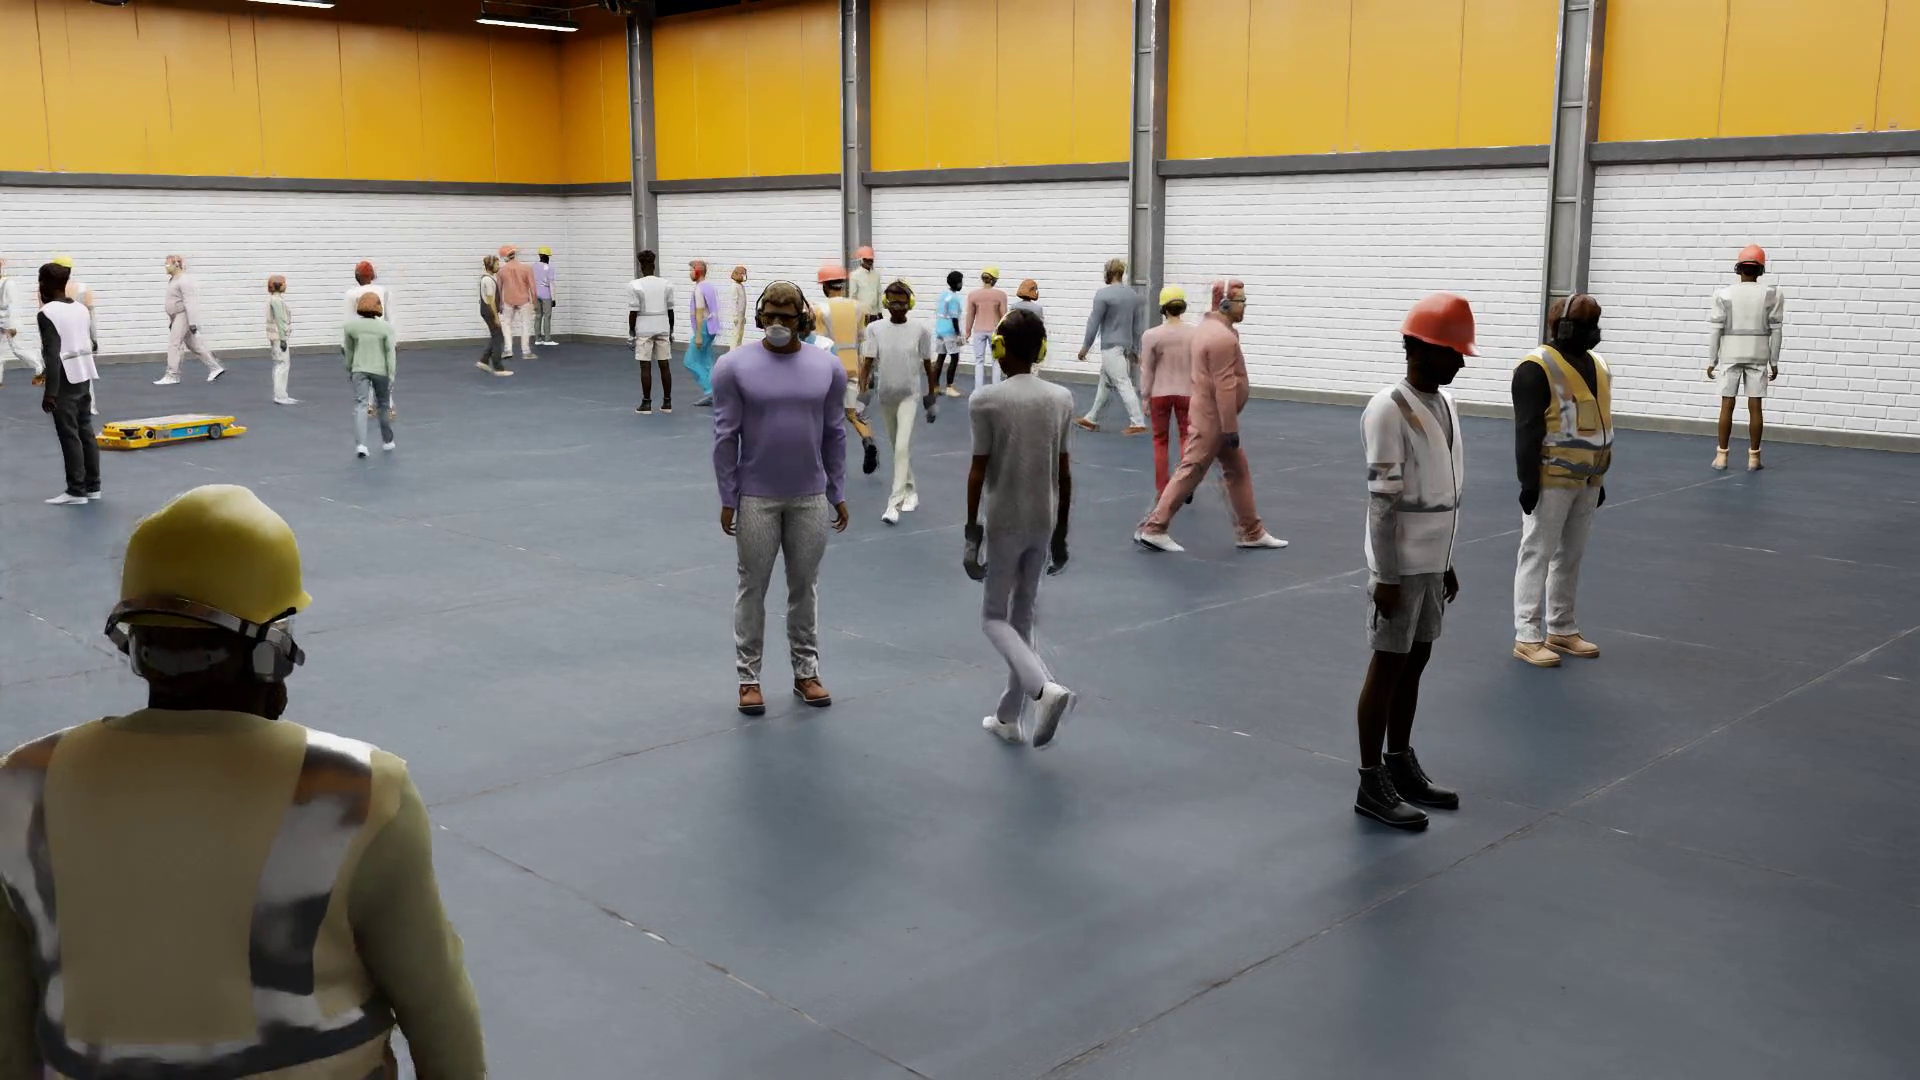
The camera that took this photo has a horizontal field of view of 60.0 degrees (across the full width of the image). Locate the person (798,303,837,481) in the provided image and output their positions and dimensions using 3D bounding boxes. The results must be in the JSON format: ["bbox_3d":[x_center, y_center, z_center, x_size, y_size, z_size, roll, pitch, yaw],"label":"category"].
[{"bbox_3d":[-1.184,-1.037,12.939,0.557,1.617,0.471,2,11,8],"label":"person"}]

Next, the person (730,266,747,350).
[{"bbox_3d":[-3.569,-3.602,26.900,0.270,1.631,0.507,2,11,9],"label":"person"}]

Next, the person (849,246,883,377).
[{"bbox_3d":[-1.487,-3.468,25.233,0.727,1.973,0.631,9,14,40],"label":"person"}]

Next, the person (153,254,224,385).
[{"bbox_3d":[-11.196,-3.194,24.061,0.964,1.868,0.656,-7,13,-34],"label":"person"}]

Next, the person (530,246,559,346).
[{"bbox_3d":[-8.062,-4.731,32.279,0.585,1.919,0.388,6,12,30],"label":"person"}]

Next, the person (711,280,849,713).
[{"bbox_3d":[-0.797,-0.194,7.490,0.627,1.936,0.375,-4,11,-20],"label":"person"}]

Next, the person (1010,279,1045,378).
[{"bbox_3d":[0.783,-2.195,19.227,0.503,1.633,0.280,9,14,41],"label":"person"}]

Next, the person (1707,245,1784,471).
[{"bbox_3d":[7.133,-1.652,15.142,0.605,2.045,0.381,4,11,23],"label":"person"}]

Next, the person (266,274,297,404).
[{"bbox_3d":[-8.634,-2.544,21.111,0.310,1.641,0.519,-6,12,-29],"label":"person"}]

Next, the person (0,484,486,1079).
[{"bbox_3d":[-0.984,0.806,2.409,0.625,1.787,0.889,0,10,1],"label":"person"}]

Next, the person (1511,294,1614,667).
[{"bbox_3d":[3.025,-0.300,8.324,0.633,1.842,0.429,-7,13,-34],"label":"person"}]

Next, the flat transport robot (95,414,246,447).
[{"bbox_3d":[-8.203,-1.145,17.216,0.652,0.197,1.431,5,11,25],"label":"flat transport robot"}]

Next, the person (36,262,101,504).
[{"bbox_3d":[-7.099,-1.242,13.257,0.391,1.920,0.592,0,10,0],"label":"person"}]

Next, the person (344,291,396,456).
[{"bbox_3d":[-5.742,-1.624,16.214,0.499,1.594,0.846,-2,11,-10],"label":"person"}]

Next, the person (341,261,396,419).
[{"bbox_3d":[-6.836,-2.305,19.276,0.972,1.841,0.596,8,13,39],"label":"person"}]

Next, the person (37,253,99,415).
[{"bbox_3d":[-10.539,-2.427,19.691,0.591,1.925,0.377,-5,12,-26],"label":"person"}]

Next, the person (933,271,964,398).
[{"bbox_3d":[-0.163,-2.725,22.026,0.379,1.662,0.593,-3,11,-16],"label":"person"}]

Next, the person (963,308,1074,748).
[{"bbox_3d":[0.275,-0.023,6.834,0.526,1.840,0.639,-5,12,-27],"label":"person"}]

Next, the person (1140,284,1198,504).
[{"bbox_3d":[1.682,-1.134,13.095,0.536,1.747,0.654,0,10,-1],"label":"person"}]

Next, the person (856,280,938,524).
[{"bbox_3d":[-0.467,-1.049,12.537,0.540,1.802,1.000,2,11,12],"label":"person"}]

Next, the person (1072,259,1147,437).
[{"bbox_3d":[1.627,-2.048,17.764,1.045,1.884,0.627,8,13,39],"label":"person"}]

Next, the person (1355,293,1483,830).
[{"bbox_3d":[1.672,0.072,6.058,0.370,1.928,0.543,9,13,39],"label":"person"}]

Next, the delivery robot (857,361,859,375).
[{"bbox_3d":[-1.440,-2.455,23.331,0.477,0.478,0.707,0,10,0],"label":"delivery robot"}]

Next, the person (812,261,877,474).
[{"bbox_3d":[-1.030,-1.494,14.654,0.545,1.912,0.778,-7,13,-34],"label":"person"}]

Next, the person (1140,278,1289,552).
[{"bbox_3d":[1.698,-0.822,11.179,1.019,1.859,0.640,1,10,3],"label":"person"}]

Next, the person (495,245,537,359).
[{"bbox_3d":[-7.665,-4.082,28.666,0.705,1.952,0.458,-2,11,-10],"label":"person"}]

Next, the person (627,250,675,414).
[{"bbox_3d":[-3.704,-2.489,19.937,0.603,1.958,0.380,-7,12,-32],"label":"person"}]

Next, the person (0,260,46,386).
[{"bbox_3d":[-13.314,-3.039,23.274,0.582,1.852,0.933,5,11,25],"label":"person"}]

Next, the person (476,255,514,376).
[{"bbox_3d":[-7.050,-3.384,25.153,0.480,1.839,0.516,-3,11,-14],"label":"person"}]

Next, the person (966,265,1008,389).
[{"bbox_3d":[0.355,-2.671,21.503,0.586,1.751,0.356,2,11,12],"label":"person"}]

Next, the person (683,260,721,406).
[{"bbox_3d":[-3.210,-2.560,20.681,0.459,1.826,0.591,1,10,5],"label":"person"}]
